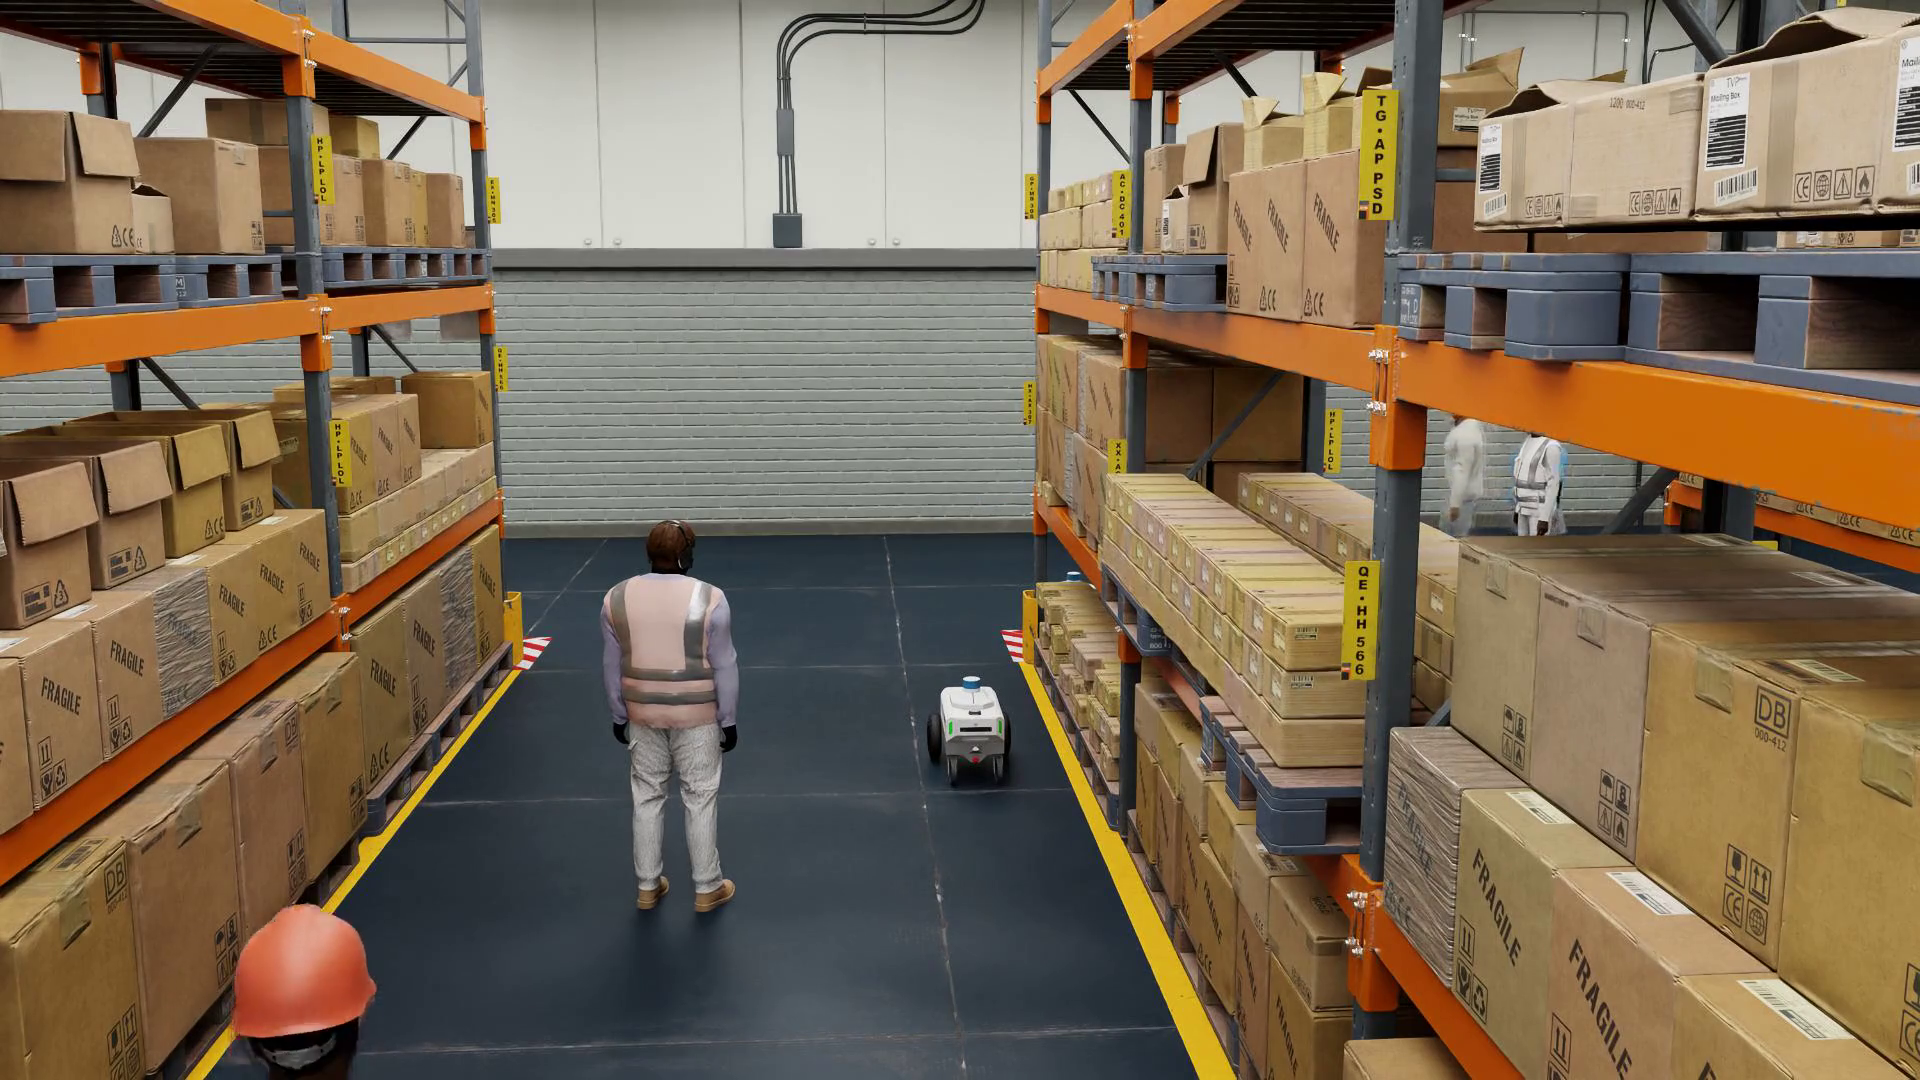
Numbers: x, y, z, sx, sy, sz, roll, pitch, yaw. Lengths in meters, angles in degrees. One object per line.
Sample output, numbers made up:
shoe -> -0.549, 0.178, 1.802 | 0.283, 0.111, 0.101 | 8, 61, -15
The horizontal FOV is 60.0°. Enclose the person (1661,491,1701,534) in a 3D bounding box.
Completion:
person -> 6.273, -0.351, 14.014 | 0.954, 2.000, 0.729 | 5, 11, 26

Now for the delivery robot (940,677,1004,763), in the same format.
delivery robot -> 0.069, 1.053, 9.839 | 0.477, 0.478, 0.707 | -1, 10, -4

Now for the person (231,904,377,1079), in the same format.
person -> -1.097, 1.596, 2.914 | 0.549, 1.915, 0.746 | -1, 10, -7

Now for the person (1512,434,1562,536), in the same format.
person -> 4.754, -0.236, 13.797 | 0.355, 1.883, 0.574 | -1, 10, -5

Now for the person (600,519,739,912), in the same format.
person -> -1.324, 0.815, 7.733 | 0.637, 1.842, 0.429 | 2, 10, 10

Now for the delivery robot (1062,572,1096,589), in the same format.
delivery robot -> 0.892, 0.495, 13.120 | 0.707, 0.478, 0.477 | -4, 10, -22

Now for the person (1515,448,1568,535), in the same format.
person -> 5.323, -0.323, 14.931 | 0.824, 1.659, 0.545 | -4, 11, -23

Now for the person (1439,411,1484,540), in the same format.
person -> 4.465, -0.369, 14.561 | 0.727, 1.906, 0.680 | 2, 10, 12
